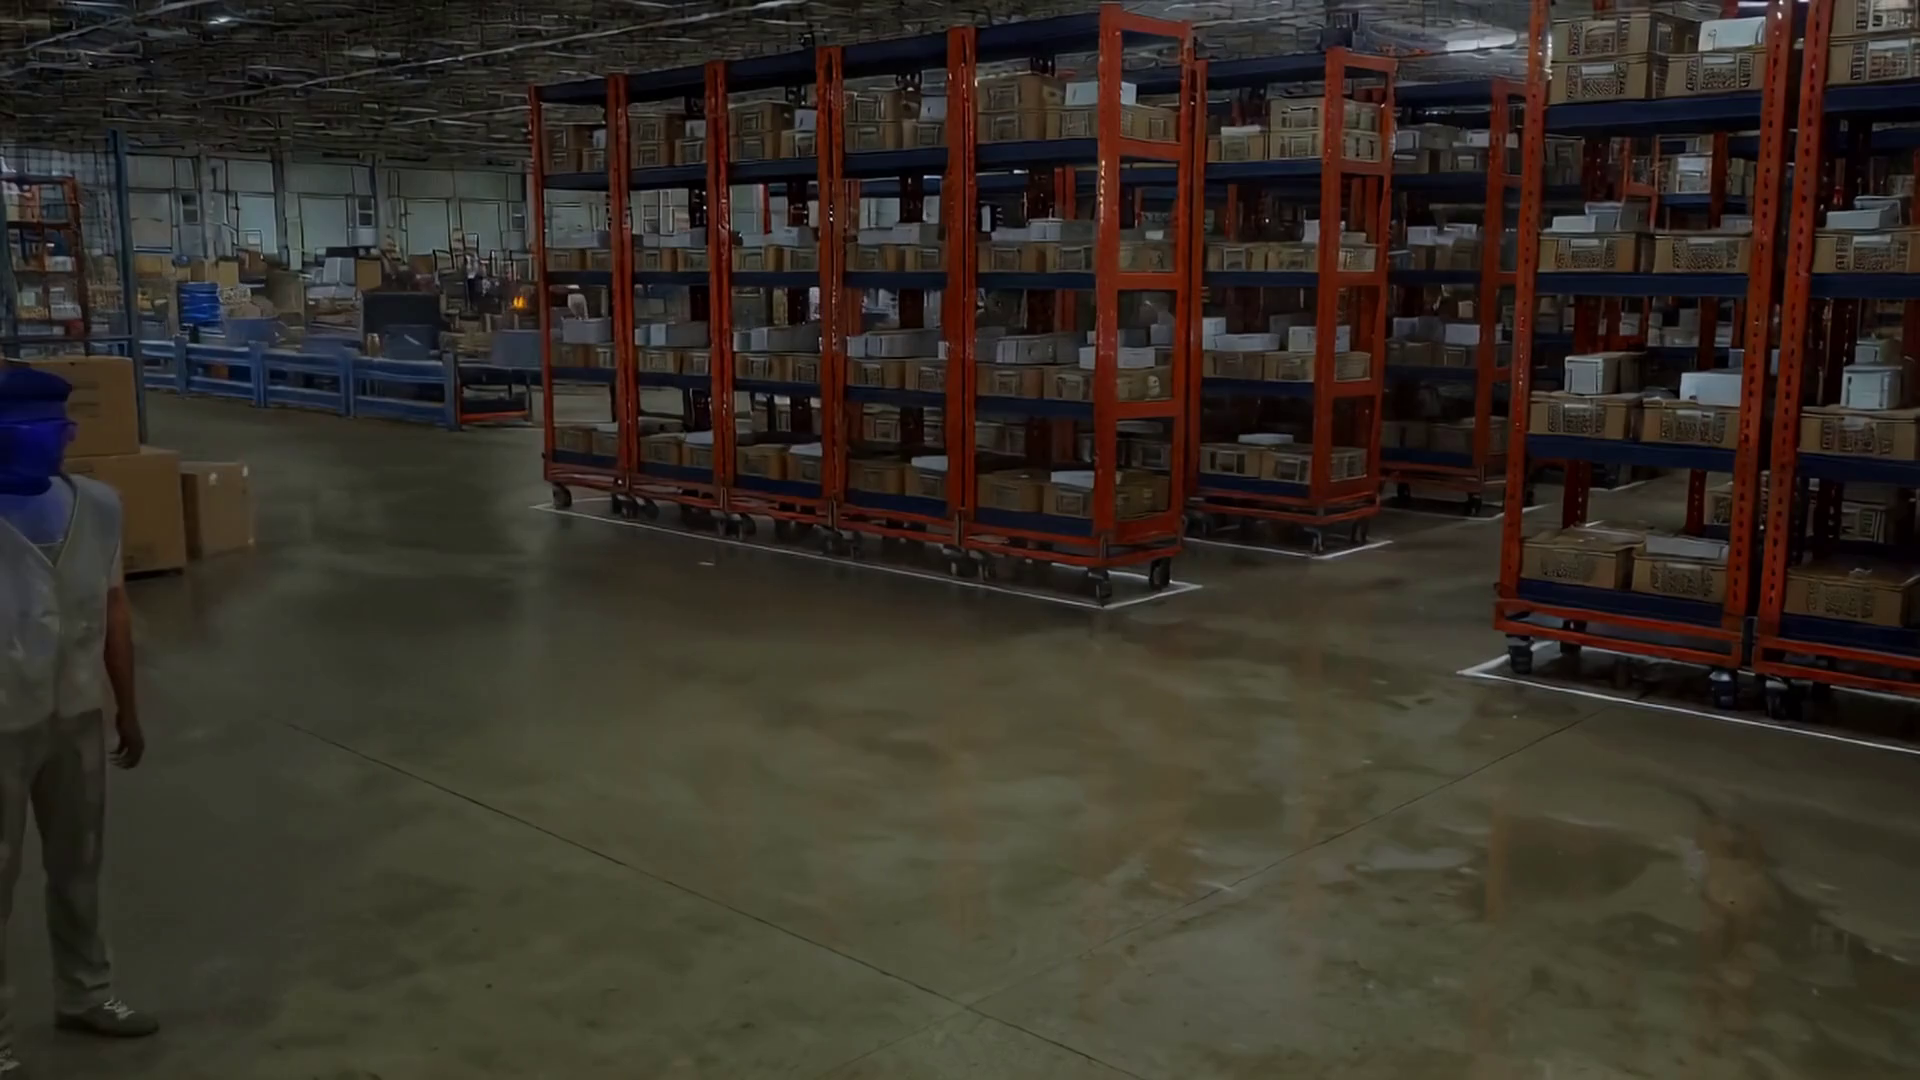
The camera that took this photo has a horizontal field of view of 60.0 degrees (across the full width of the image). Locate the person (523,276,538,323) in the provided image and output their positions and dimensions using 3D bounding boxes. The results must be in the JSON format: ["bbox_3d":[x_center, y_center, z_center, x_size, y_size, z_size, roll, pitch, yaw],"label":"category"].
[{"bbox_3d":[-14.702,-8.140,57.094,0.604,1.815,0.431,-8,13,-42],"label":"person"}]

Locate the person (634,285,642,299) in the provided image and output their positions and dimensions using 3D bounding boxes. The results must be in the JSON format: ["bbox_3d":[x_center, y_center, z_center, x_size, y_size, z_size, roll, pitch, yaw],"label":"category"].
[{"bbox_3d":[-17.904,-13.915,92.197,0.510,1.921,0.642,-8,12,-41],"label":"person"}]

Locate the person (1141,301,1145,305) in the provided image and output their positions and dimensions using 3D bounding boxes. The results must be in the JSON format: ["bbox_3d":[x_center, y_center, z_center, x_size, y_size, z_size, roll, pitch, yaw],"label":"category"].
[{"bbox_3d":[2.559,-2.803,24.234,0.860,1.876,0.644,-6,11,-31],"label":"person"}]

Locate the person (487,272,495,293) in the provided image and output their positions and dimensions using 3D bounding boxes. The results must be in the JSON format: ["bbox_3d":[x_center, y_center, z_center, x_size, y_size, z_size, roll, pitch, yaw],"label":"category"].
[{"bbox_3d":[-21.396,-11.272,75.973,0.369,1.927,0.586,-4,10,-24],"label":"person"}]

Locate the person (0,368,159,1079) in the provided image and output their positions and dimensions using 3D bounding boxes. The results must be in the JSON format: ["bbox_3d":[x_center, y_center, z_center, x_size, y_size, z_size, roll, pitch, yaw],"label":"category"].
[{"bbox_3d":[-2.381,0.476,4.253,0.408,1.831,0.575,4,10,25],"label":"person"}]

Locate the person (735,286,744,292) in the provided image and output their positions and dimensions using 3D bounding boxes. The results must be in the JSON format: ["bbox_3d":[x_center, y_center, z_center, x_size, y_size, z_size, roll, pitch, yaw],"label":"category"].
[{"bbox_3d":[-9.472,-10.432,70.839,0.570,1.920,0.430,1,9,4],"label":"person"}]

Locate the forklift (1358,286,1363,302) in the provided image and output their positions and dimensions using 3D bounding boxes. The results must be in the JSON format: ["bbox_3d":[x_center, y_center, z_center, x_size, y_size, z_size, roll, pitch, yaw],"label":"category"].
[{"bbox_3d":[11.100,-7.017,46.970,1.873,2.768,1.129,9,13,43],"label":"forklift"}]

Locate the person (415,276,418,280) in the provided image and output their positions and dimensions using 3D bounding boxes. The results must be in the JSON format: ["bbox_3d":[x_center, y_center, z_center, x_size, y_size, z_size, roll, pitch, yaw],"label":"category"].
[{"bbox_3d":[-25.346,-11.406,77.337,0.721,1.739,0.539,-9,13,-43],"label":"person"}]

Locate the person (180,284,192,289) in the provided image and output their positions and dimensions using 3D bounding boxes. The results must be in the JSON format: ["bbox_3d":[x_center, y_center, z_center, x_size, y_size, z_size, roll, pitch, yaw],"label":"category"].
[{"bbox_3d":[-29.909,-9.411,64.402,0.447,1.973,0.644,3,10,19],"label":"person"}]

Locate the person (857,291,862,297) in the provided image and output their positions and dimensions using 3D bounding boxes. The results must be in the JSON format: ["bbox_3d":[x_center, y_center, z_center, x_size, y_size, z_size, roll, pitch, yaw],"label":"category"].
[{"bbox_3d":[-4.914,-12.148,81.387,1.002,1.912,0.623,-2,10,-13],"label":"person"}]

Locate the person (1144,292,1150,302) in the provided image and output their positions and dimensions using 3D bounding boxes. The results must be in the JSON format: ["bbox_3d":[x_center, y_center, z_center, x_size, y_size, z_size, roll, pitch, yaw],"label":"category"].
[{"bbox_3d":[7.022,-9.023,62.886,0.316,1.695,0.542,1,9,4],"label":"person"}]

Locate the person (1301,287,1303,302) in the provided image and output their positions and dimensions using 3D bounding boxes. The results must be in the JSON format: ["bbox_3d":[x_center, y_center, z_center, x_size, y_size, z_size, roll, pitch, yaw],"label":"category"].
[{"bbox_3d":[10.338,-6.983,49.636,0.357,1.938,0.637,4,10,24],"label":"person"}]

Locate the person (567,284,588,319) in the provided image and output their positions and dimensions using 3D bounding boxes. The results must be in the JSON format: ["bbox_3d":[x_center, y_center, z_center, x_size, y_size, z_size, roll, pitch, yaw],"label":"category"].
[{"bbox_3d":[-9.853,-5.749,42.664,0.763,1.742,0.522,9,13,42],"label":"person"}]

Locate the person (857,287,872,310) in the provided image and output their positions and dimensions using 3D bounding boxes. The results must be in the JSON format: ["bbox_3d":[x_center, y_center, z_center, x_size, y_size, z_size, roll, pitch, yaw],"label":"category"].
[{"bbox_3d":[-2.536,-6.029,44.562,0.546,1.677,0.412,-9,13,-43],"label":"person"}]

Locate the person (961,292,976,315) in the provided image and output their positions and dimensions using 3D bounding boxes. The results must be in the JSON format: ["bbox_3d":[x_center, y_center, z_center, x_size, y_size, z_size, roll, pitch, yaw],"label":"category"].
[{"bbox_3d":[0.116,-2.654,23.590,0.583,1.782,0.950,7,11,35],"label":"person"}]

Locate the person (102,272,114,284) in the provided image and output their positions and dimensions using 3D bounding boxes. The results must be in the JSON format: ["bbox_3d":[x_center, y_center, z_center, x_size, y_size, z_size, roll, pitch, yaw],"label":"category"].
[{"bbox_3d":[-38.279,-11.096,74.831,0.394,1.947,0.604,4,10,22],"label":"person"}]

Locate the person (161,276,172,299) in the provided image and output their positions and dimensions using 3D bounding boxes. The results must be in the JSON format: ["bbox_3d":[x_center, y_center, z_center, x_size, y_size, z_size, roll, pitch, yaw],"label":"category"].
[{"bbox_3d":[-36.235,-11.178,75.957,0.297,1.744,0.487,7,12,38],"label":"person"}]

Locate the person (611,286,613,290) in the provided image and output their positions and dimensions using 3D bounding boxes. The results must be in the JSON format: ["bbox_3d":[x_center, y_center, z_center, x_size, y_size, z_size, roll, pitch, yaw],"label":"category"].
[{"bbox_3d":[-12.848,-8.853,61.401,0.830,1.849,0.508,-8,12,-40],"label":"person"}]

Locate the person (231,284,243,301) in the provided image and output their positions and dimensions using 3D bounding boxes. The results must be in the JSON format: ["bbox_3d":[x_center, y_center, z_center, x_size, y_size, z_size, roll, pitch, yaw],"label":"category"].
[{"bbox_3d":[-21.590,-7.027,49.828,1.090,1.986,0.628,-5,11,-30],"label":"person"}]

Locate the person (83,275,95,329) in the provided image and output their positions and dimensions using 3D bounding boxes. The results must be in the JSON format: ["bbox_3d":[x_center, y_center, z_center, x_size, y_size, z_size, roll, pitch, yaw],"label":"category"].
[{"bbox_3d":[-29.650,-8.091,56.628,0.325,1.876,0.524,2,9,12],"label":"person"}]
